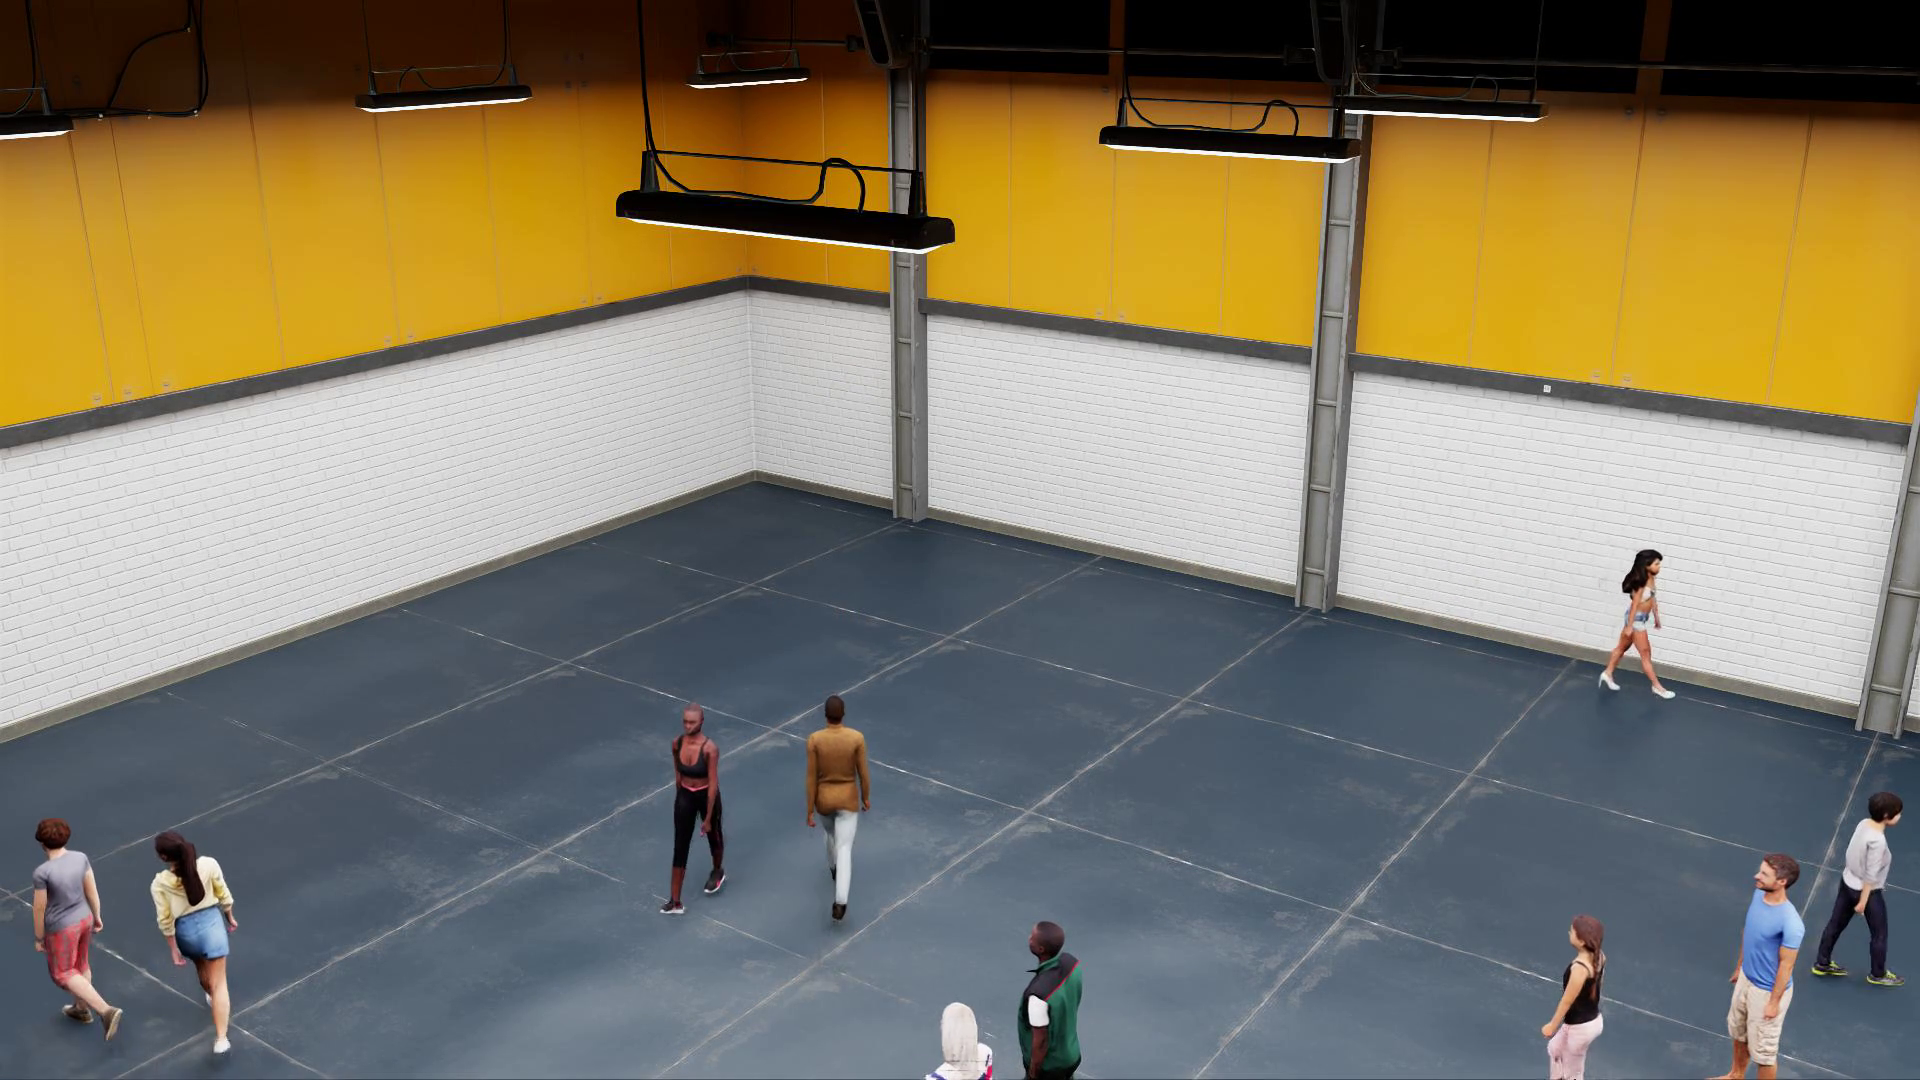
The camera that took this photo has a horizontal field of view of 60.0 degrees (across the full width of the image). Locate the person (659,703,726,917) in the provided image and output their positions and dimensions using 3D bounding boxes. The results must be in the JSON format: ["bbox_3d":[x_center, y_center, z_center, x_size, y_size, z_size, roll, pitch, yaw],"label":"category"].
[{"bbox_3d":[-2.023,2.076,13.259,1.170,1.720,0.925,5,19,15],"label":"person"}]

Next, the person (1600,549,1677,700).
[{"bbox_3d":[6.874,0.856,17.092,0.992,1.585,0.600,14,23,36],"label":"person"}]

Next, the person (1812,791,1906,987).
[{"bbox_3d":[6.517,2.540,12.185,0.917,1.527,0.779,2,19,6],"label":"person"}]

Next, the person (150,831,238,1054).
[{"bbox_3d":[-5.212,2.770,11.417,0.975,1.579,1.227,-9,21,-26],"label":"person"}]

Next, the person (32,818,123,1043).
[{"bbox_3d":[-6.116,2.717,11.497,1.022,1.630,0.706,9,21,25],"label":"person"}]

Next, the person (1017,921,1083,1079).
[{"bbox_3d":[0.541,3.113,9.995,0.609,1.837,0.704,10,21,27],"label":"person"}]

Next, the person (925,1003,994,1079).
[{"bbox_3d":[0.055,3.407,9.186,0.761,1.797,0.733,18,25,42],"label":"person"}]

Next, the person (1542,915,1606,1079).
[{"bbox_3d":[3.977,3.097,10.493,0.735,1.550,0.581,16,25,40],"label":"person"}]

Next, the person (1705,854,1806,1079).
[{"bbox_3d":[5.189,2.853,10.728,0.784,1.863,0.751,-1,19,-3],"label":"person"}]

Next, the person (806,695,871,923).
[{"bbox_3d":[-0.956,2.121,13.050,1.240,1.768,1.193,-1,19,-2],"label":"person"}]
